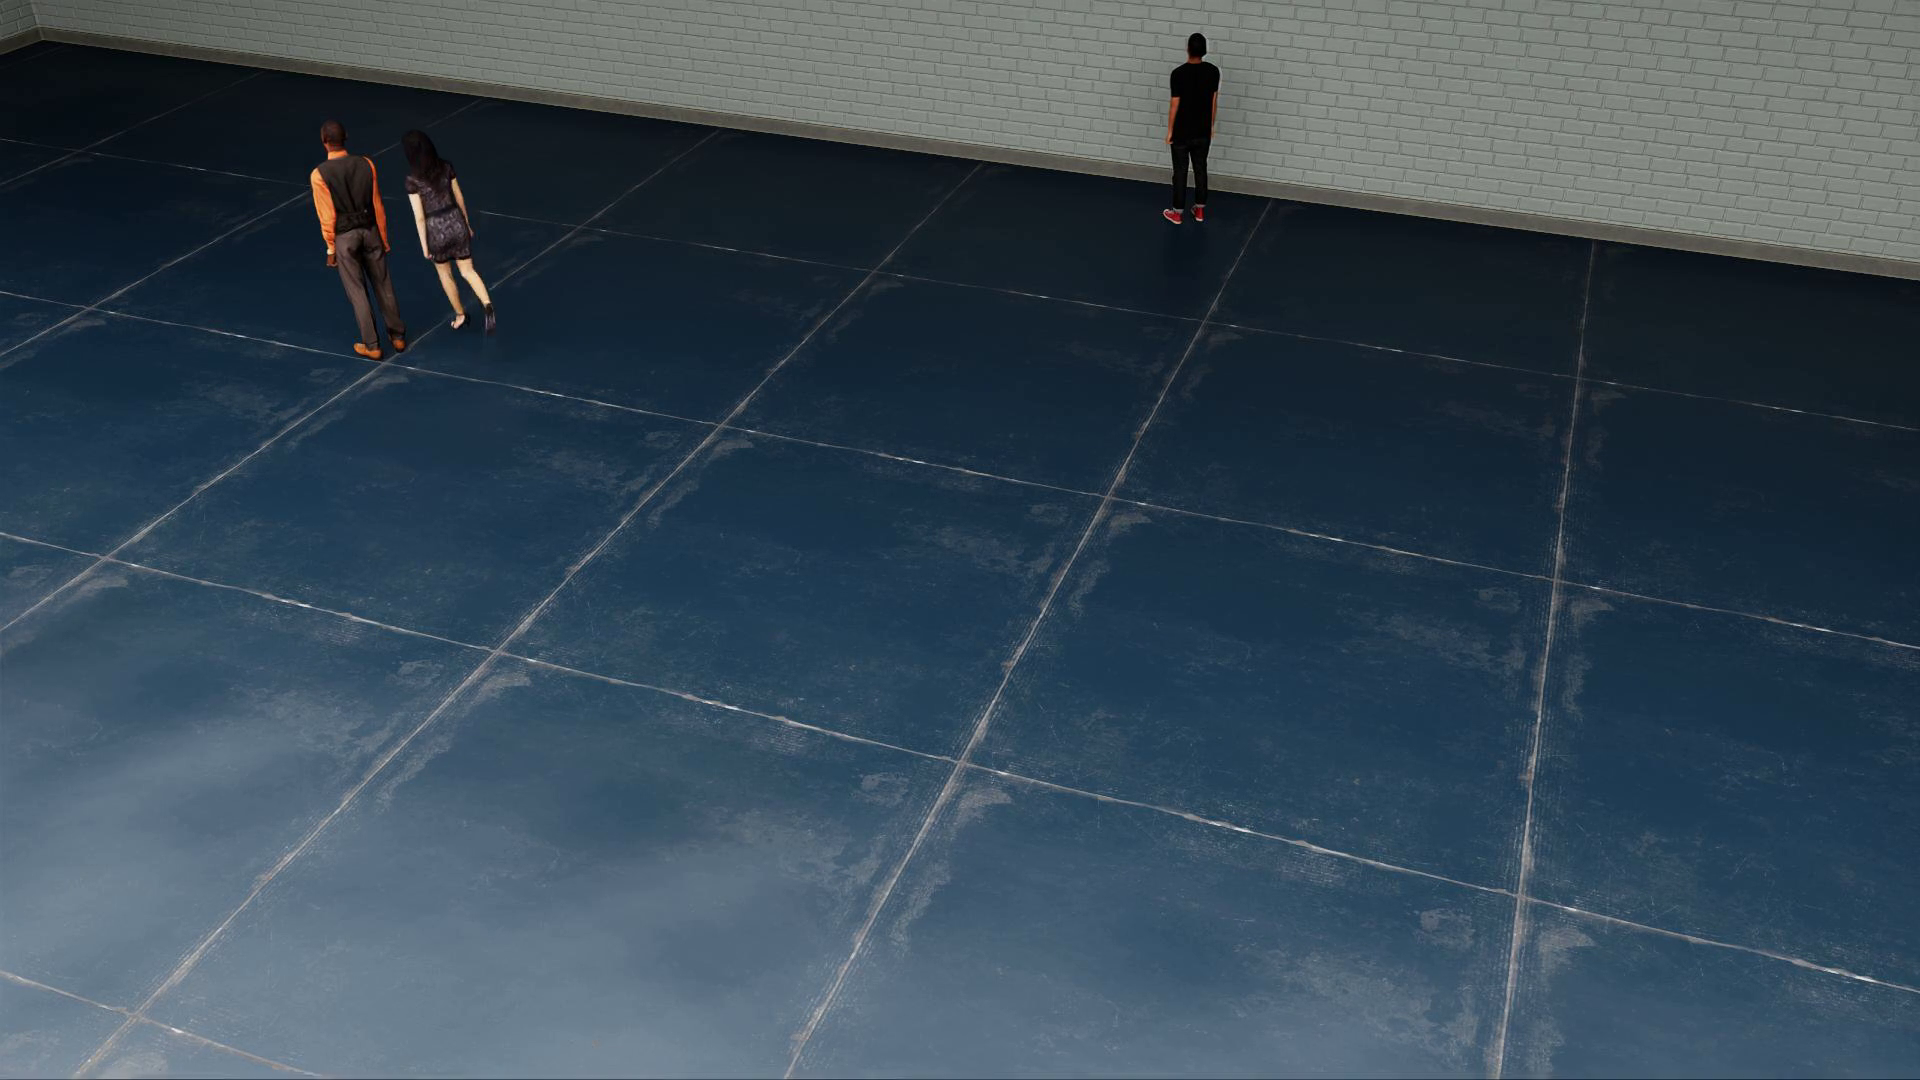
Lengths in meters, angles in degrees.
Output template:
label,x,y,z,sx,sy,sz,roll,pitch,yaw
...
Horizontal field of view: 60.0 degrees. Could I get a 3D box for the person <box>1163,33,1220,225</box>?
label,x,y,z,sx,sy,sz,roll,pitch,yaw
person,2.136,-3.794,15.355,0.713,1.758,0.740,-8,34,-12

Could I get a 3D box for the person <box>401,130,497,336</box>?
label,x,y,z,sx,sy,sz,roll,pitch,yaw
person,-4.024,-2.347,13.126,1.035,1.762,0.970,-27,42,-35

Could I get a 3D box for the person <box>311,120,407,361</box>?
label,x,y,z,sx,sy,sz,roll,pitch,yaw
person,-4.701,-2.336,12.976,0.731,1.907,0.852,-26,41,-34
